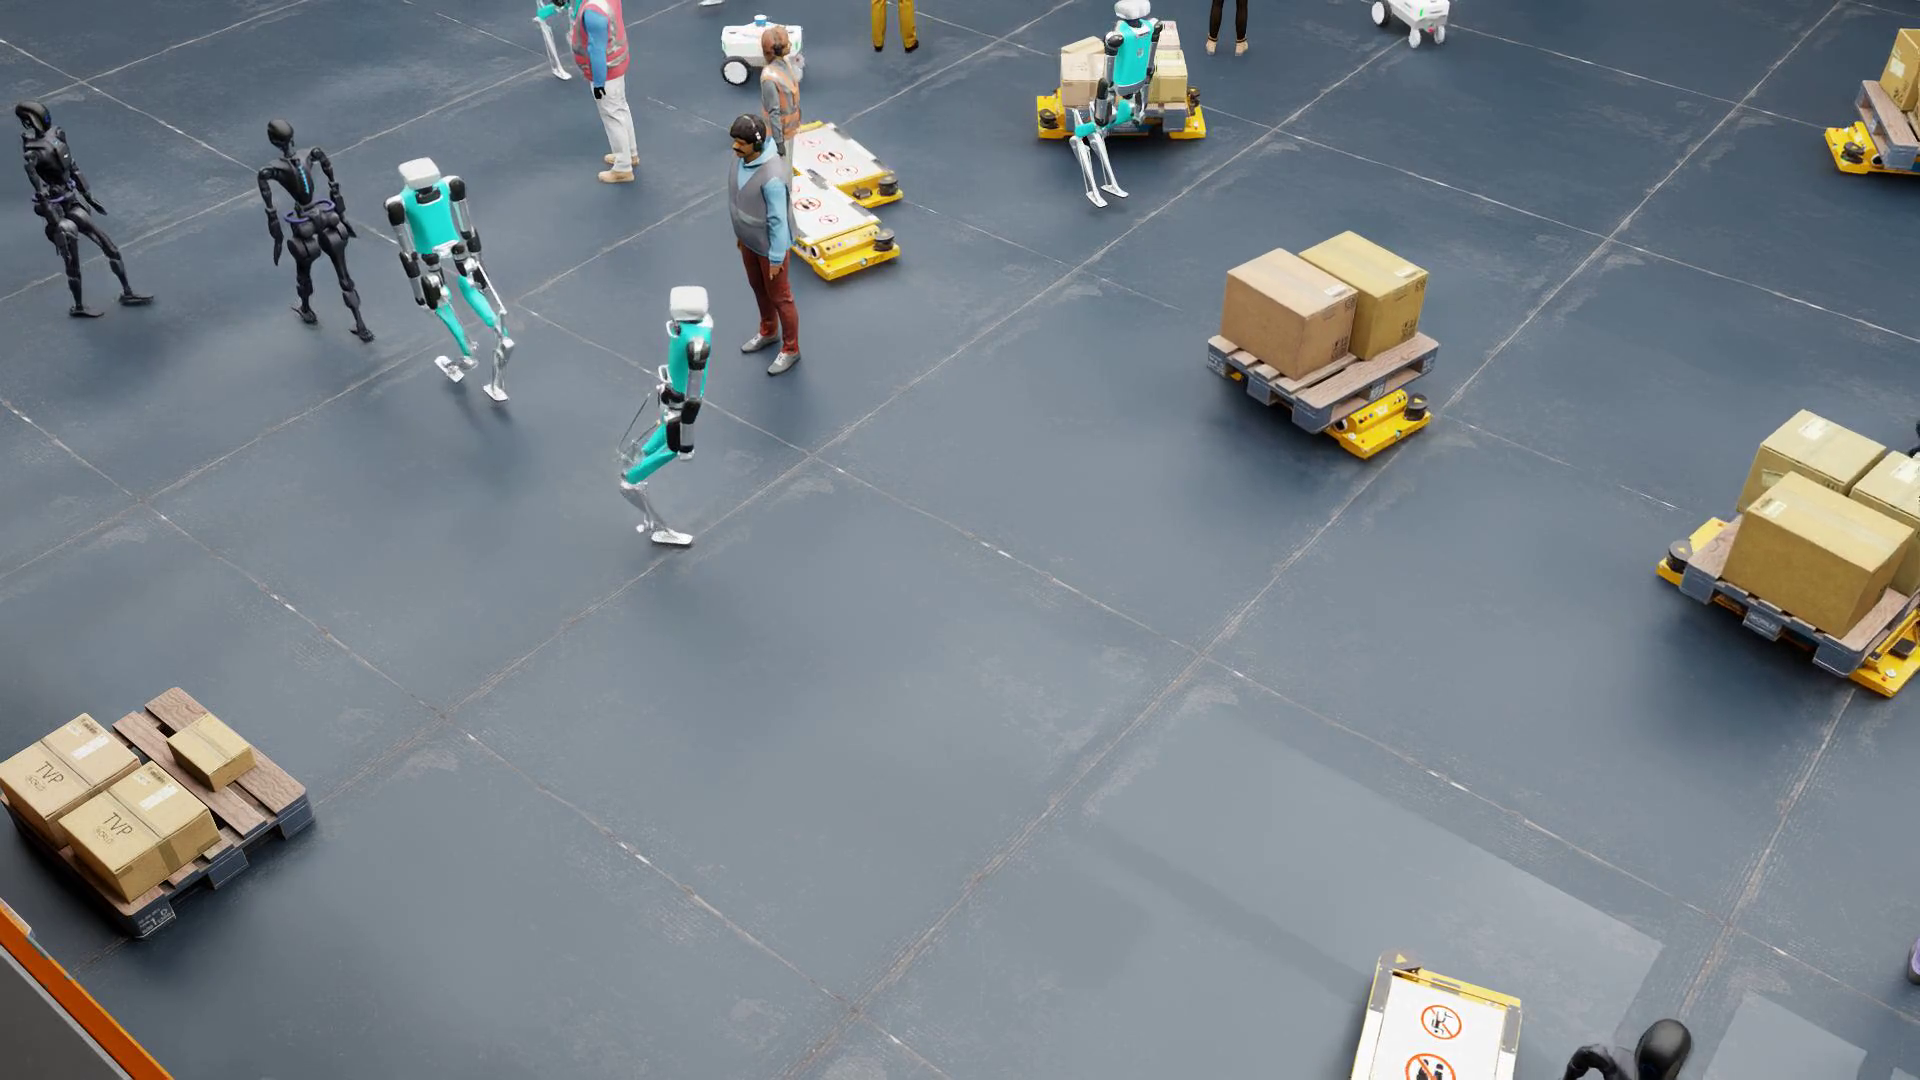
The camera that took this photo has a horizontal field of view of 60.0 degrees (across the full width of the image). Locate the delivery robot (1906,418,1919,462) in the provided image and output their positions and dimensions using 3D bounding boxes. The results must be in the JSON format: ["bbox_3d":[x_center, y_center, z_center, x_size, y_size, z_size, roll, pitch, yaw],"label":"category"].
[{"bbox_3d":[6.493,-0.631,10.614,0.811,0.613,0.499,22,45,24],"label":"delivery robot"}]

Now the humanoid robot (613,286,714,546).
[{"bbox_3d":[-1.791,-0.638,9.721,0.805,1.799,0.551,-12,42,-13],"label":"humanoid robot"}]

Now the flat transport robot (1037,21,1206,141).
[{"bbox_3d":[1.392,-3.715,14.449,1.431,0.231,0.659,0,40,0],"label":"flat transport robot"}]

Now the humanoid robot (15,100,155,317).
[{"bbox_3d":[-6.248,-2.320,11.721,0.564,1.643,0.598,0,40,0],"label":"humanoid robot"}]

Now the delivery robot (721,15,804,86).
[{"bbox_3d":[-1.796,-4.471,15.101,0.759,0.575,0.499,0,40,0],"label":"delivery robot"}]

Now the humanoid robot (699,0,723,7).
[{"bbox_3d":[-2.321,-5.913,15.917,1.040,1.736,0.552,-27,47,-28],"label":"humanoid robot"}]

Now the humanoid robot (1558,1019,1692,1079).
[{"bbox_3d":[2.448,2.331,6.243,0.601,1.660,0.333,26,47,28],"label":"humanoid robot"}]

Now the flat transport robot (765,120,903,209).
[{"bbox_3d":[-1.113,-3.091,13.715,0.659,0.231,1.431,-22,45,-24],"label":"flat transport robot"}]

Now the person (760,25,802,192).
[{"bbox_3d":[-1.357,-3.124,12.689,0.305,1.645,0.516,4,41,4],"label":"person"}]

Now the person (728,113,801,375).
[{"bbox_3d":[-1.313,-2.011,11.210,0.415,1.872,0.536,-27,47,-28],"label":"person"}]

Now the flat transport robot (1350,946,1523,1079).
[{"bbox_3d":[2.012,2.447,7.199,0.659,0.231,1.431,14,42,16],"label":"flat transport robot"}]

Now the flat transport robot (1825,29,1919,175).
[{"bbox_3d":[8.062,-3.237,13.886,1.431,0.231,0.659,7,41,8],"label":"flat transport robot"}]

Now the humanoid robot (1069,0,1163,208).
[{"bbox_3d":[1.133,-3.439,12.887,0.533,1.677,0.735,-27,47,-28],"label":"humanoid robot"}]

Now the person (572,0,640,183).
[{"bbox_3d":[-2.857,-3.773,13.315,0.431,1.835,0.628,-1,40,-1],"label":"person"}]

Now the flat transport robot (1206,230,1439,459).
[{"bbox_3d":[2.442,-1.074,11.341,0.659,0.231,1.431,-27,47,-28],"label":"flat transport robot"}]

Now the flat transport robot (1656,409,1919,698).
[{"bbox_3d":[4.888,0.336,9.682,0.659,0.231,1.431,-31,49,-31],"label":"flat transport robot"}]

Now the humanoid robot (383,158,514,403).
[{"bbox_3d":[-3.268,-1.611,10.843,0.558,1.756,0.992,-29,48,-29],"label":"humanoid robot"}]

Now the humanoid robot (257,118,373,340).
[{"bbox_3d":[-4.542,-2.191,11.590,0.751,1.626,0.591,31,49,31],"label":"humanoid robot"}]

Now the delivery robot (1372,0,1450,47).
[{"bbox_3d":[4.323,-5.079,15.847,0.499,0.613,0.811,-12,42,-14],"label":"delivery robot"}]

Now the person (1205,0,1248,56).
[{"bbox_3d":[2.495,-5.263,15.163,0.539,1.698,0.317,7,41,8],"label":"person"}]

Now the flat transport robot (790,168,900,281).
[{"bbox_3d":[-1.138,-2.499,13.018,0.659,0.231,1.431,-25,46,-26],"label":"flat transport robot"}]

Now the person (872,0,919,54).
[{"bbox_3d":[-0.624,-5.325,15.196,0.535,1.751,0.339,5,41,6],"label":"person"}]

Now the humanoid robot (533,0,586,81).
[{"bbox_3d":[-3.549,-4.877,14.726,0.802,1.828,0.531,24,46,26],"label":"humanoid robot"}]

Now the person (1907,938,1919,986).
[{"bbox_3d":[4.631,1.381,7.236,0.564,1.844,0.382,32,50,32],"label":"person"}]
